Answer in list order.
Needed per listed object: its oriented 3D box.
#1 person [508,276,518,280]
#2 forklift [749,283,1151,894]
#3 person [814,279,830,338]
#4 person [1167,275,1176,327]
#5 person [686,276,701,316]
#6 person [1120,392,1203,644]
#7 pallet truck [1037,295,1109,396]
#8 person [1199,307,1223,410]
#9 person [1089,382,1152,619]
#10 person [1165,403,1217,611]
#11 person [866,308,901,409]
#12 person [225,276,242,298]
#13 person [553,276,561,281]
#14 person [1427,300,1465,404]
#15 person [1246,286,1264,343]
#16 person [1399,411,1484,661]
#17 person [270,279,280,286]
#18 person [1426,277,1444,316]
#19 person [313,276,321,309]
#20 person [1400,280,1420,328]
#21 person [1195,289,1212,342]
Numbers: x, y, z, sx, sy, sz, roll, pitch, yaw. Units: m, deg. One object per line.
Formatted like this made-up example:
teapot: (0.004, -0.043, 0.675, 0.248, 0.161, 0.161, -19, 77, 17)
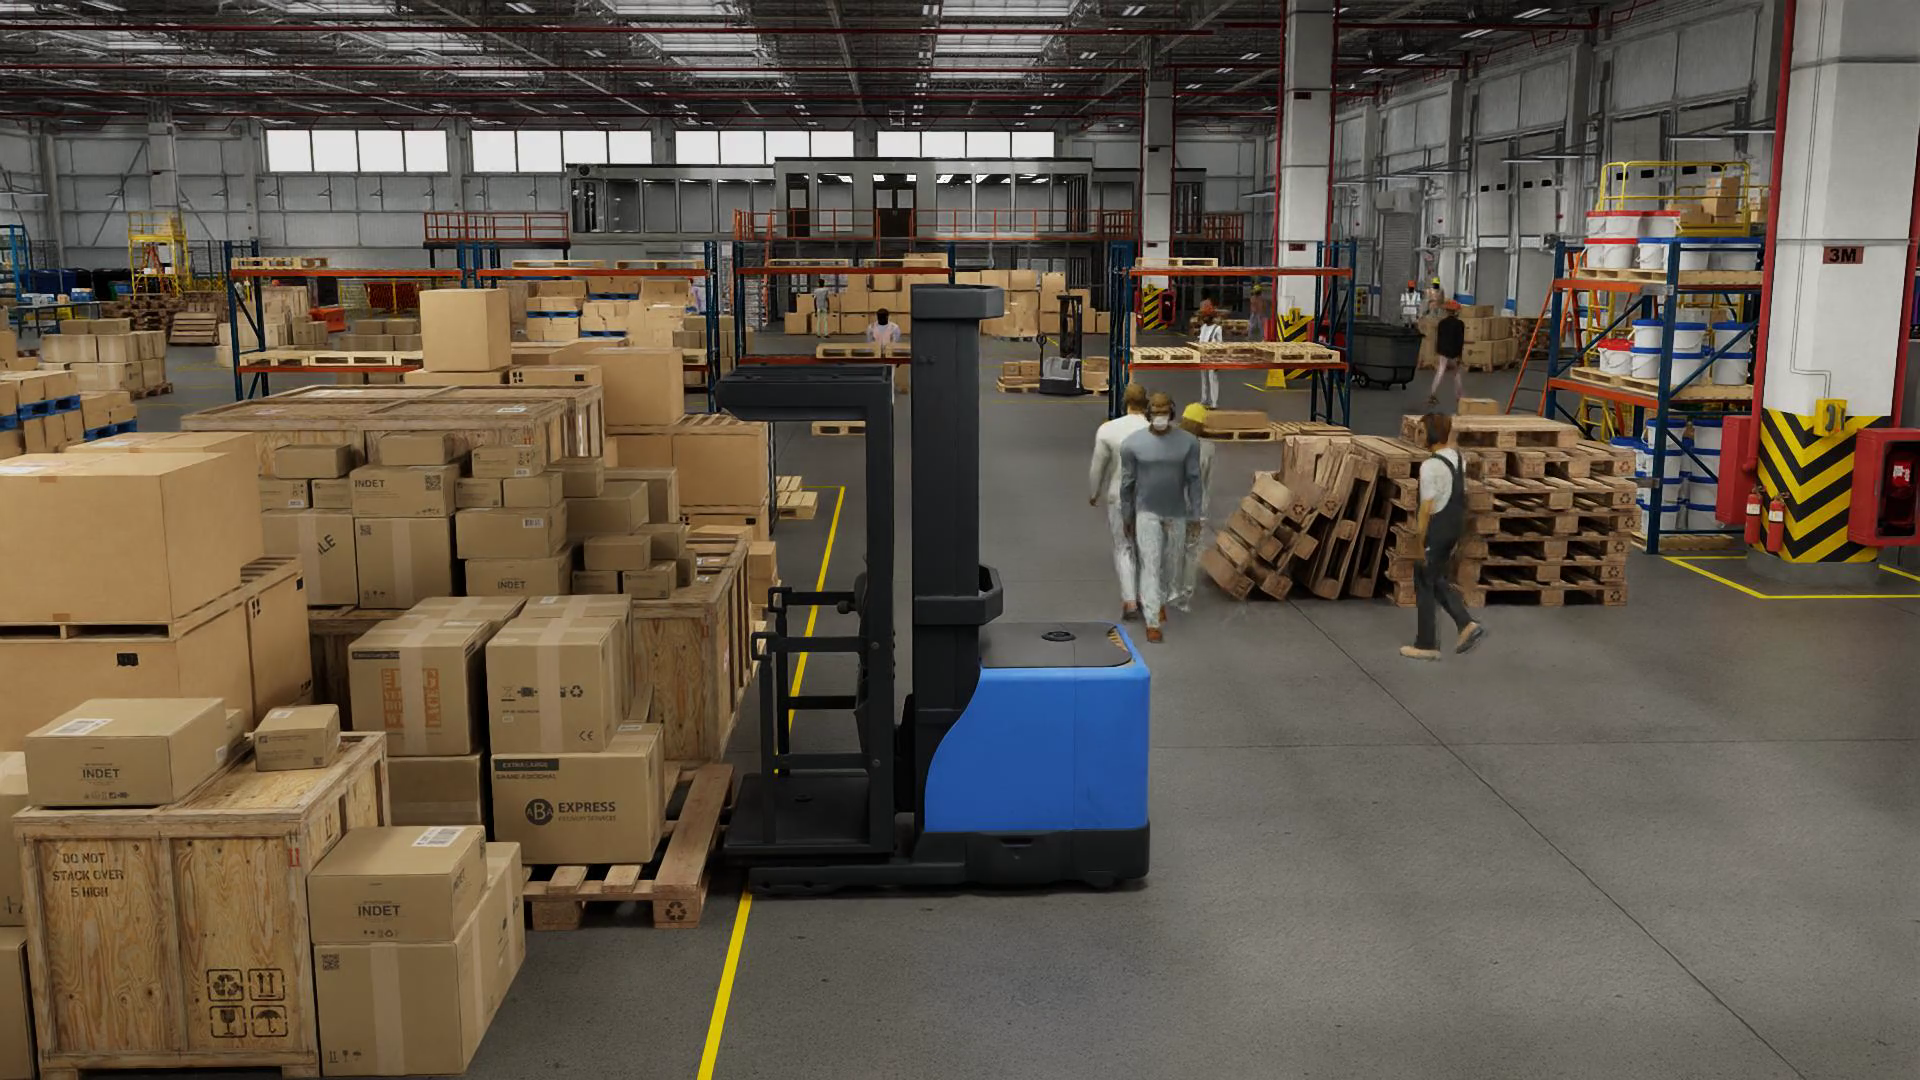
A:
person: (-16.003, -8.656, 59.542, 0.701, 2.000, 0.540, 2, 10, 10)
forklift: (-0.056, 0.174, 8.009, 1.873, 2.768, 1.129, 0, 10, -2)
person: (-4.337, -7.270, 52.297, 0.520, 1.871, 0.326, 1, 10, 8)
person: (7.528, -8.612, 59.423, 0.396, 1.992, 0.623, 1, 10, 7)
person: (-8.356, -7.223, 51.604, 0.608, 2.020, 0.455, -2, 10, -10)
person: (1.550, -0.217, 12.941, 0.634, 1.907, 0.964, -1, 10, -4)
pallet truck: (2.483, -3.881, 33.060, 1.885, 1.965, 0.823, -7, 13, -36)
person: (4.398, -3.166, 29.393, 0.355, 1.886, 0.572, -6, 12, -28)
person: (1.392, -0.311, 13.435, 0.635, 1.918, 0.662, -2, 10, -13)
person: (1.868, -0.270, 13.730, 0.507, 1.718, 0.383, -3, 10, -14)
person: (-1.392, -3.276, 30.134, 0.633, 1.839, 0.429, 1, 10, 4)
person: (-26.156, -8.647, 59.971, 0.597, 1.869, 0.595, 0, 10, 2)
person: (-14.496, -8.684, 60.009, 0.584, 1.928, 0.374, 7, 12, 34)
person: (9.136, -3.506, 31.112, 1.003, 1.954, 0.628, -8, 13, -38)
person: (8.902, -6.756, 49.825, 0.812, 1.732, 0.532, -8, 13, -38)
person: (3.473, -0.011, 11.964, 0.538, 1.829, 0.491, -9, 14, -42)
person: (-20.249, -6.779, 49.419, 0.571, 1.920, 0.427, 7, 12, 35)
person: (15.072, -7.343, 52.582, 0.628, 1.903, 0.695, -2, 10, -8)
person: (-25.269, -9.578, 65.443, 0.328, 1.769, 0.526, -7, 12, -33)
person: (13.098, -6.596, 48.422, 0.573, 1.901, 0.842, 2, 10, 11)
person: (7.150, -6.475, 48.486, 0.889, 1.649, 0.542, -2, 10, -13)
